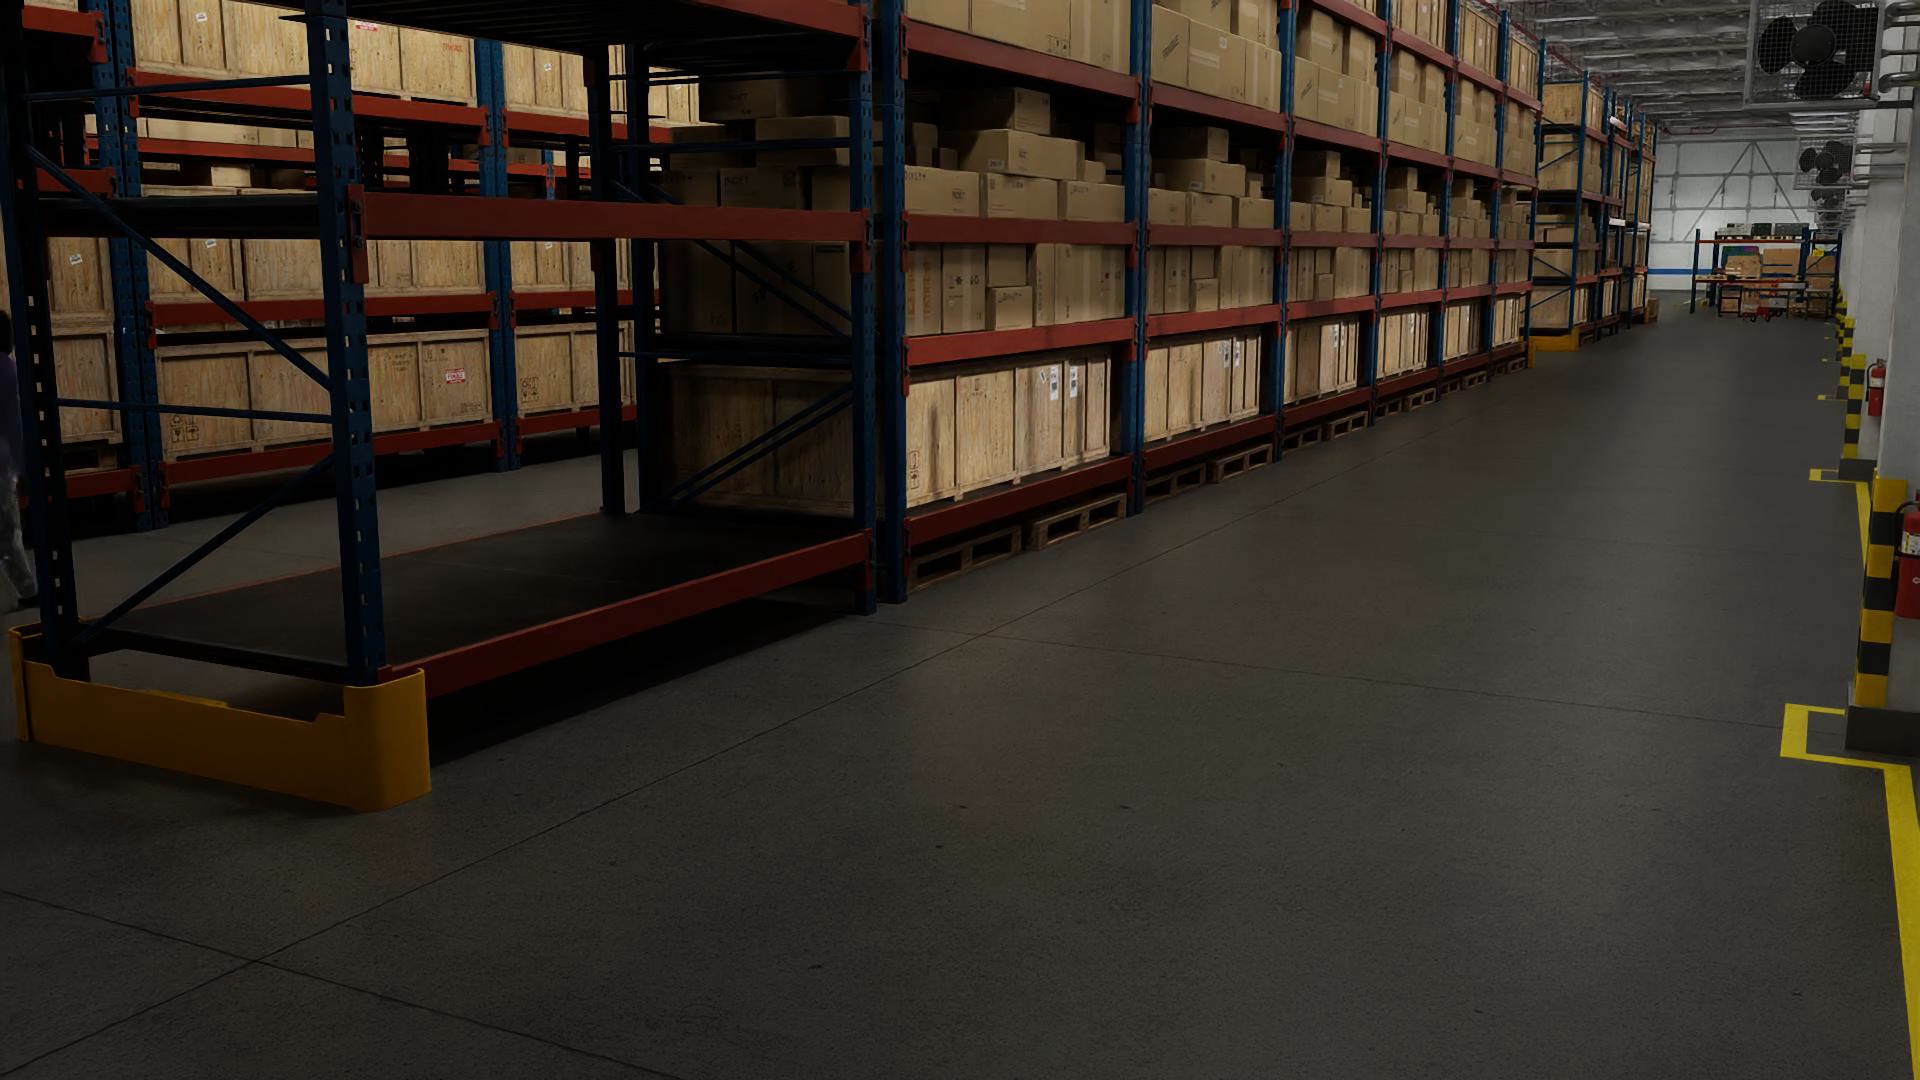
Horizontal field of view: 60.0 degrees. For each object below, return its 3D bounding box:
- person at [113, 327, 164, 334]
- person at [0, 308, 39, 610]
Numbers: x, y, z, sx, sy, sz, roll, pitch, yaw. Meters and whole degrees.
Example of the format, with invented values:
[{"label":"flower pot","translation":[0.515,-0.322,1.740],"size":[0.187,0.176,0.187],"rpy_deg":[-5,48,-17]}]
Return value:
[{"label":"person","translation":[-8.140,-1.542,16.515],"size":[0.572,1.755,0.319],"rpy_deg":[-2,10,-10]},{"label":"person","translation":[-5.829,-0.432,9.793],"size":[0.656,1.882,1.025],"rpy_deg":[4,11,23]}]
